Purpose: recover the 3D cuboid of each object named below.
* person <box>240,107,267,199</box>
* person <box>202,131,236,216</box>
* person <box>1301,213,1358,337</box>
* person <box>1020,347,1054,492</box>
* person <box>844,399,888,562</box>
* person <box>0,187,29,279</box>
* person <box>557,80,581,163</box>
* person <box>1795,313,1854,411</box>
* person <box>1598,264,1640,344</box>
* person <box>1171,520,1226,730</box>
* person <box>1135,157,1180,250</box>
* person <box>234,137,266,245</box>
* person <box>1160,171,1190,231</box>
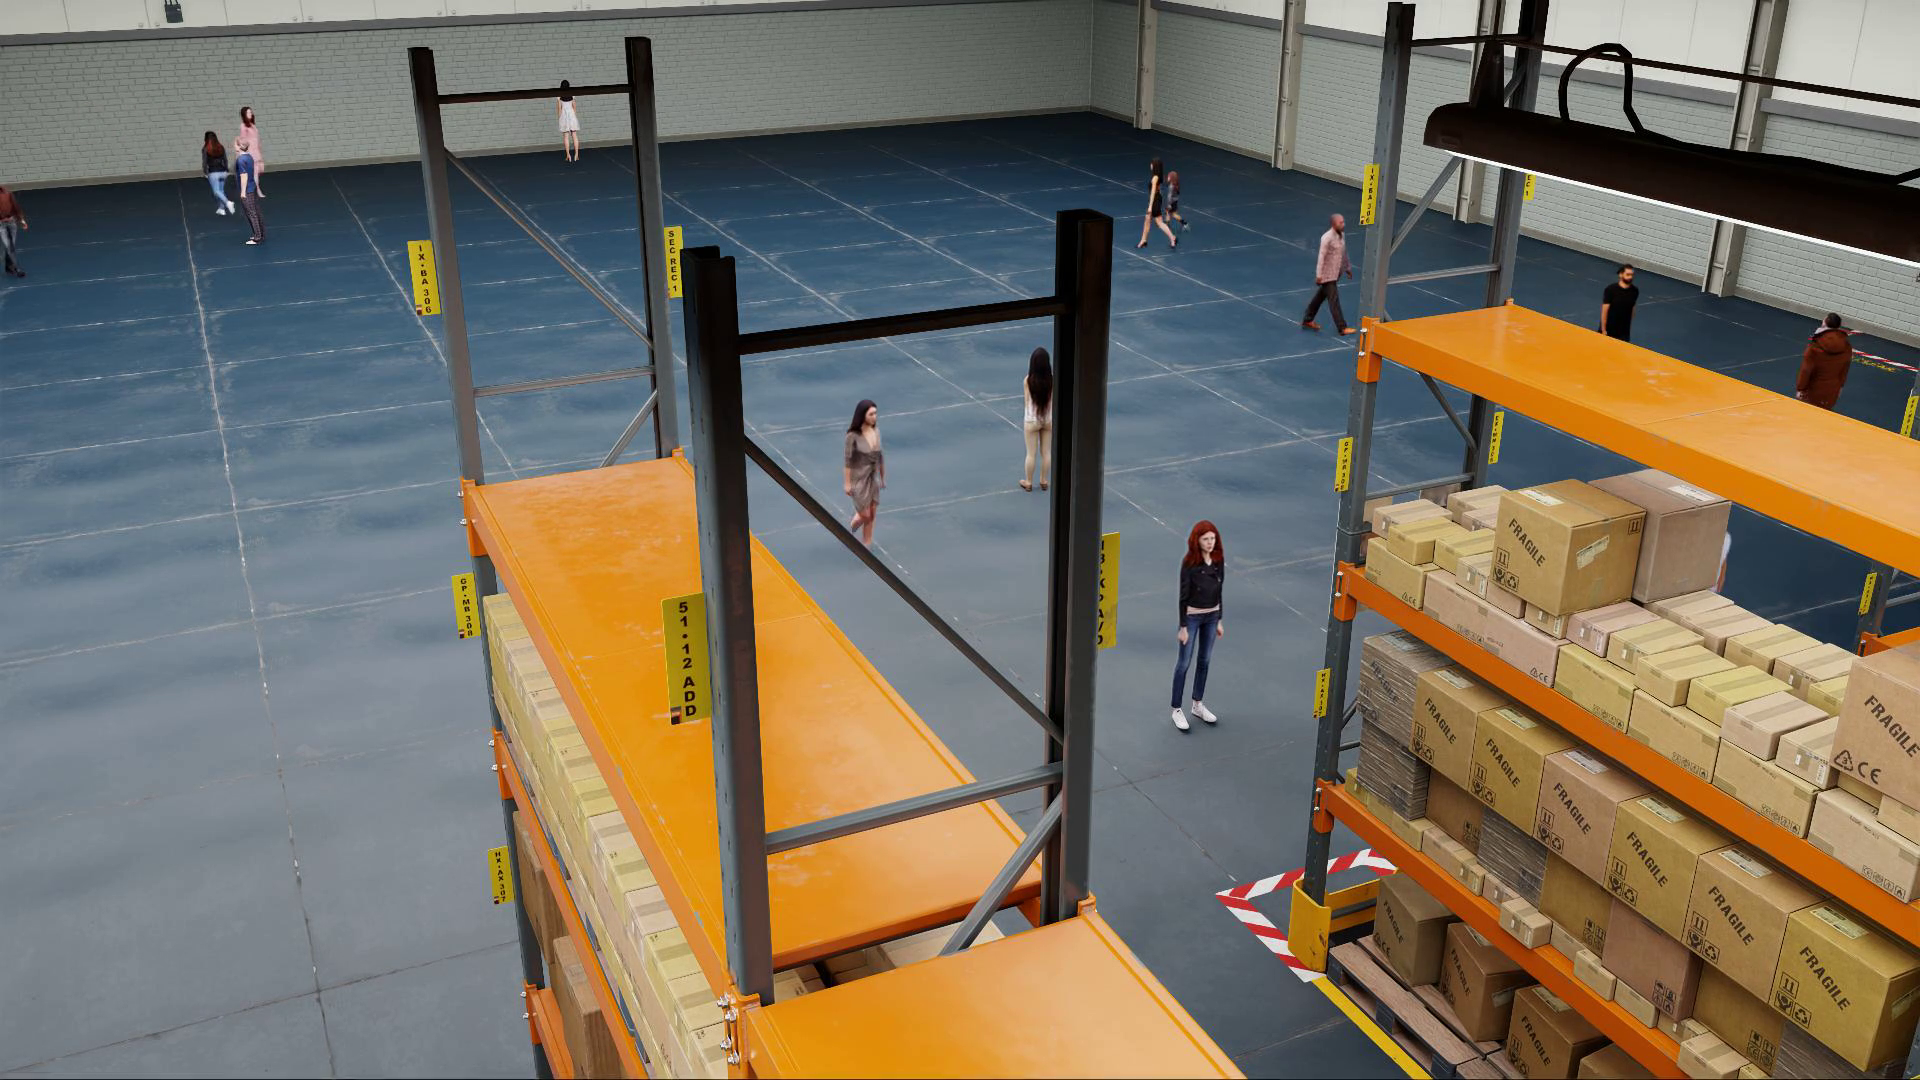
[{"bbox_3d":[-14.297,-7.785,33.428,0.898,1.789,0.860,4,23,9],"label":"person"},{"bbox_3d":[-14.117,-6.956,31.710,1.088,1.607,0.909,16,28,34],"label":"person"},{"bbox_3d":[5.318,-3.869,24.270,1.303,1.749,1.052,16,28,33],"label":"person"},{"bbox_3d":[0.886,-1.322,18.402,0.634,1.653,0.570,-10,25,-23],"label":"person"},{"bbox_3d":[-1.009,-0.585,16.568,0.735,1.734,0.787,-21,31,-40],"label":"person"},{"bbox_3d":[-15.762,-5.189,27.400,1.219,1.729,0.988,18,29,35],"label":"person"},{"bbox_3d":[-8.763,-9.388,37.216,0.629,1.775,0.609,-10,25,-23],"label":"person"},{"bbox_3d":[9.868,-1.673,19.001,0.826,1.832,0.858,-2,23,-4],"label":"person"},{"bbox_3d":[8.463,-2.731,21.640,0.937,1.714,1.254,-2,23,-4],"label":"person"},{"bbox_3d":[1.950,0.677,13.532,0.564,1.787,0.502,-11,25,-24],"label":"person"},{"bbox_3d":[3.501,-5.837,29.065,1.063,1.618,1.023,7,24,16],"label":"person"},{"bbox_3d":[-12.711,-6.250,29.713,0.786,1.872,0.613,-2,23,-5],"label":"person"},{"bbox_3d":[3.982,-6.246,30.700,0.791,1.092,0.765,5,24,12],"label":"person"}]
